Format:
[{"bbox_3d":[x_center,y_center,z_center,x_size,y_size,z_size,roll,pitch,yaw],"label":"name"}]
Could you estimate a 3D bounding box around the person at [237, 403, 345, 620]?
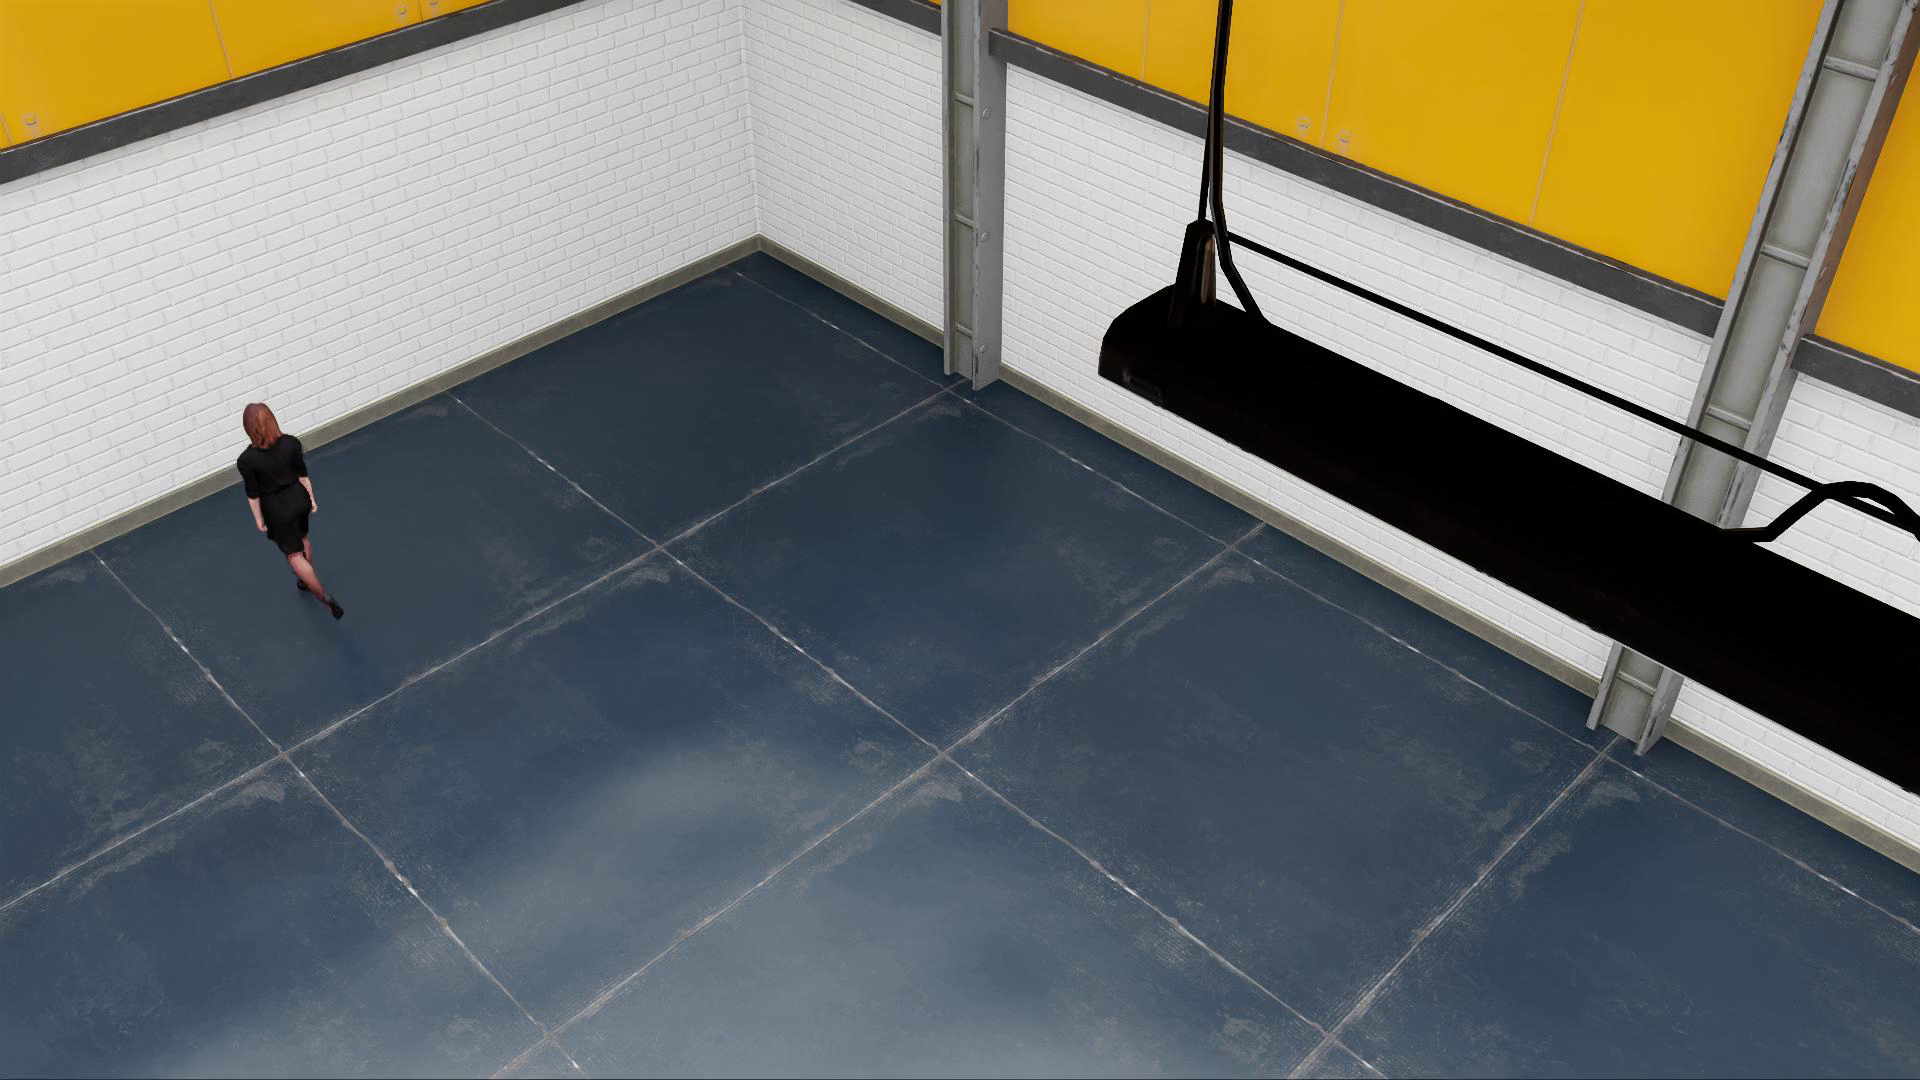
[{"bbox_3d":[-4.519,-0.161,11.269,0.582,1.683,0.978,-32,48,-33],"label":"person"}]
